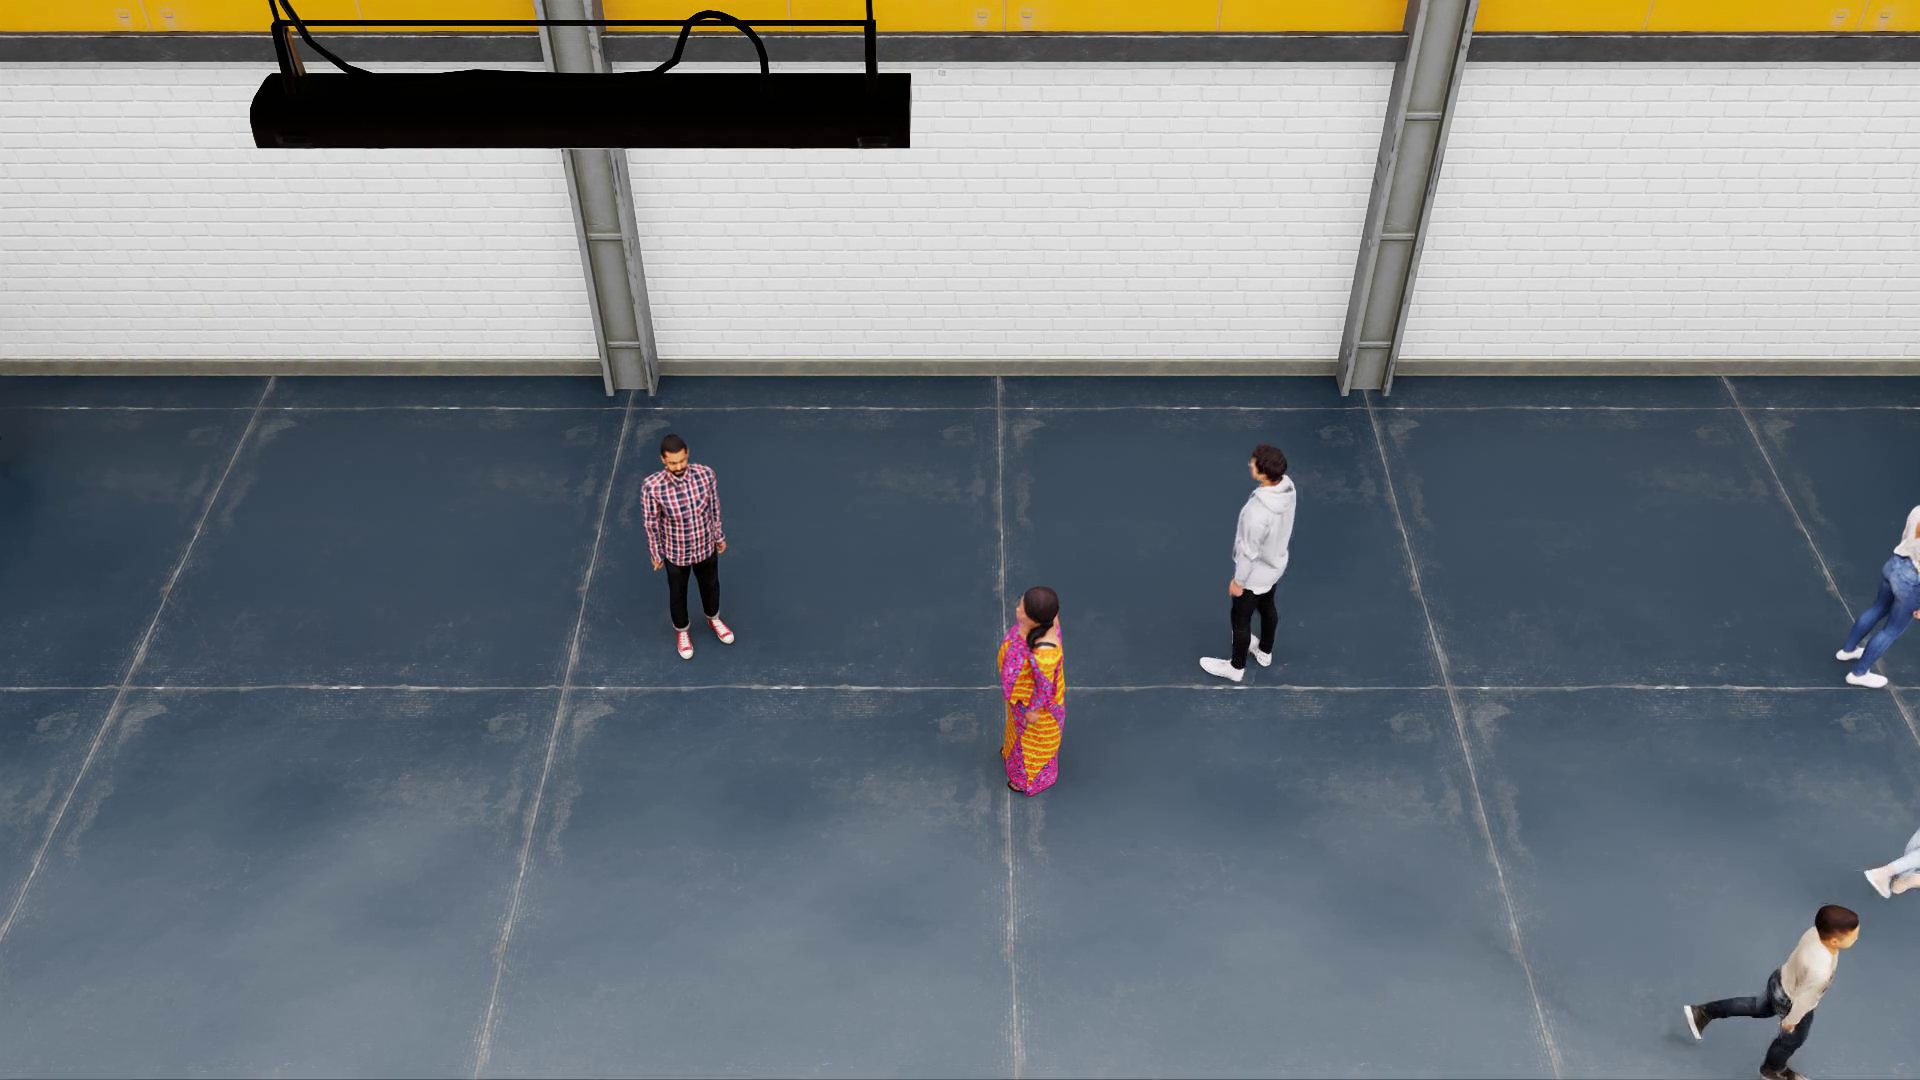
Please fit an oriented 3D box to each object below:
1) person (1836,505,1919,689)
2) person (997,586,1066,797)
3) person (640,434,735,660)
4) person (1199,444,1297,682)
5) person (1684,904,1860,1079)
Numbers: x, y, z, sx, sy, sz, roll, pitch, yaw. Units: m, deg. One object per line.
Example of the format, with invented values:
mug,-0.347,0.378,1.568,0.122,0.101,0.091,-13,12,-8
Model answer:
person,6.132,0.275,10.797,0.519,1.725,0.615,-1,44,-1
person,0.441,0.880,10.191,0.677,1.686,0.668,-5,44,-5
person,-1.808,0.018,11.040,0.724,1.761,0.847,-20,47,-20
person,1.965,0.168,10.767,0.842,1.921,0.820,28,50,26
person,4.331,2.373,8.800,0.996,1.443,0.739,14,45,14
